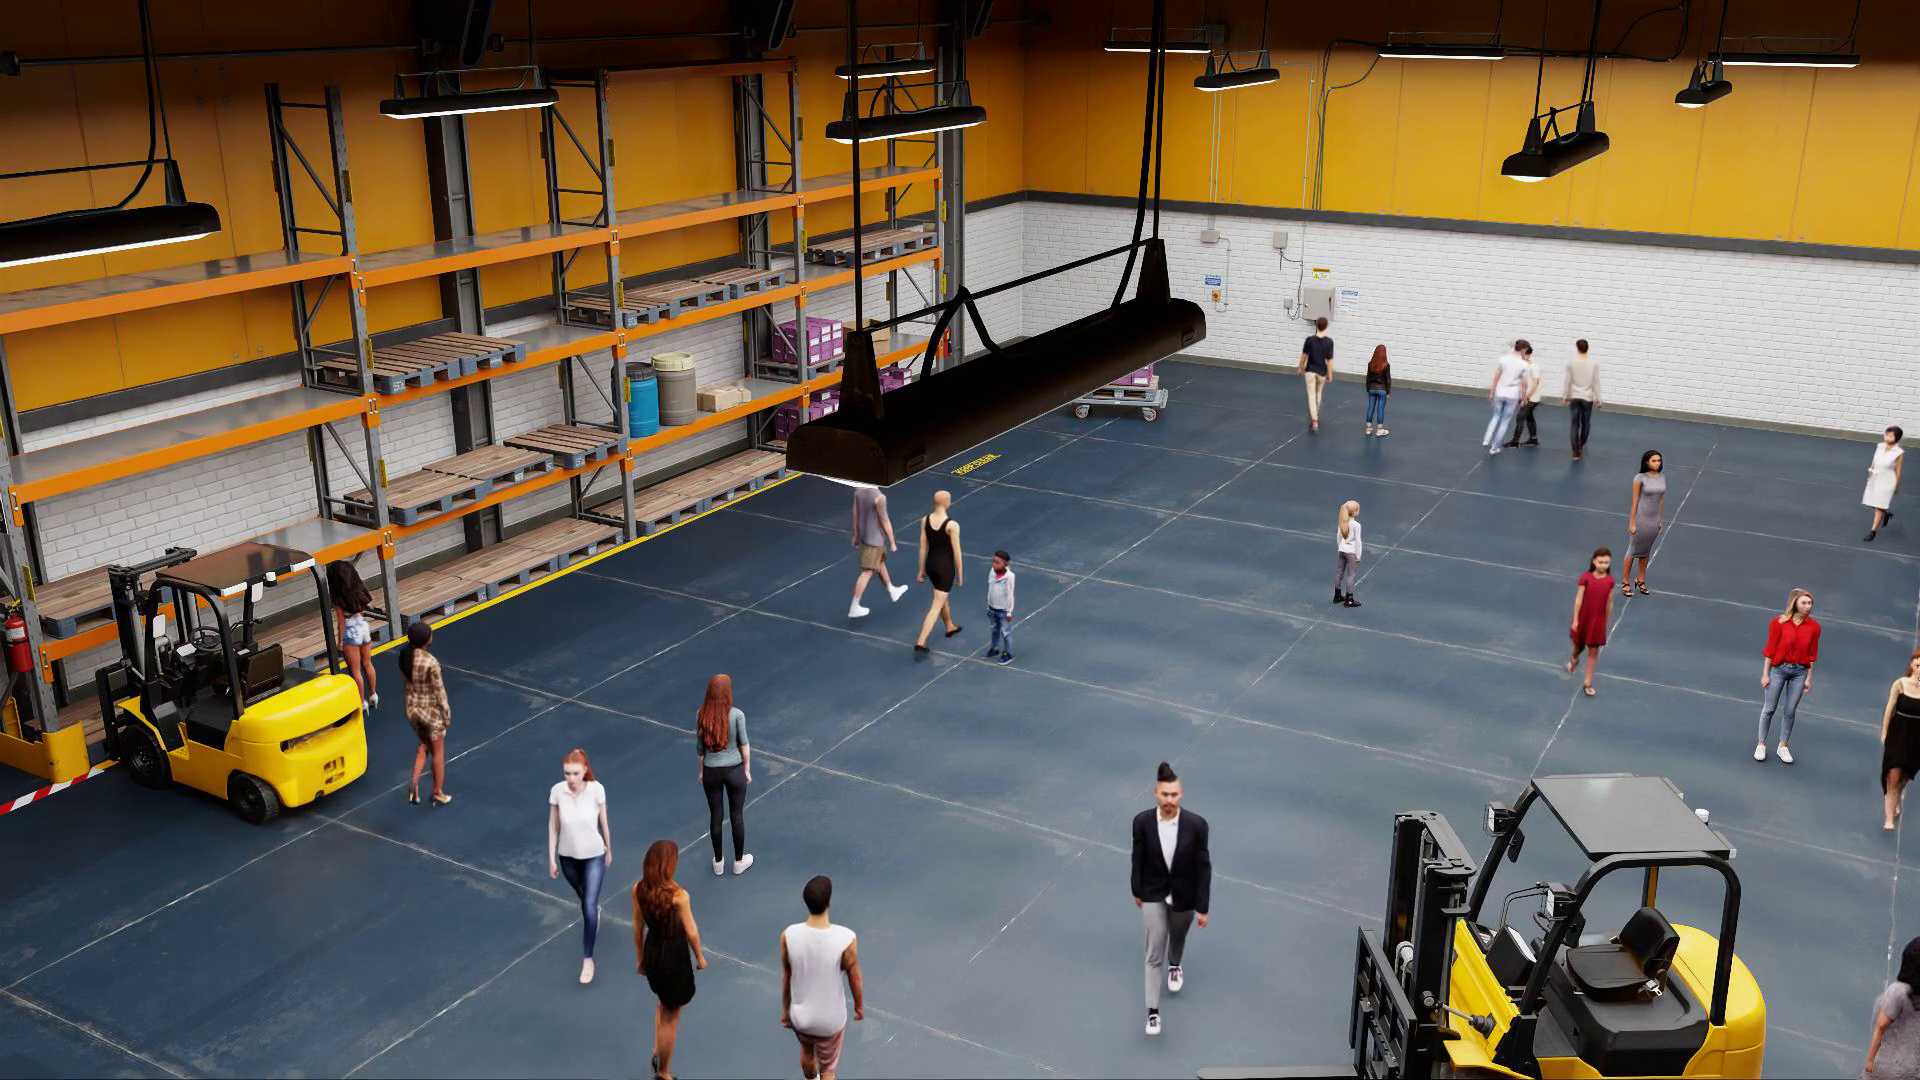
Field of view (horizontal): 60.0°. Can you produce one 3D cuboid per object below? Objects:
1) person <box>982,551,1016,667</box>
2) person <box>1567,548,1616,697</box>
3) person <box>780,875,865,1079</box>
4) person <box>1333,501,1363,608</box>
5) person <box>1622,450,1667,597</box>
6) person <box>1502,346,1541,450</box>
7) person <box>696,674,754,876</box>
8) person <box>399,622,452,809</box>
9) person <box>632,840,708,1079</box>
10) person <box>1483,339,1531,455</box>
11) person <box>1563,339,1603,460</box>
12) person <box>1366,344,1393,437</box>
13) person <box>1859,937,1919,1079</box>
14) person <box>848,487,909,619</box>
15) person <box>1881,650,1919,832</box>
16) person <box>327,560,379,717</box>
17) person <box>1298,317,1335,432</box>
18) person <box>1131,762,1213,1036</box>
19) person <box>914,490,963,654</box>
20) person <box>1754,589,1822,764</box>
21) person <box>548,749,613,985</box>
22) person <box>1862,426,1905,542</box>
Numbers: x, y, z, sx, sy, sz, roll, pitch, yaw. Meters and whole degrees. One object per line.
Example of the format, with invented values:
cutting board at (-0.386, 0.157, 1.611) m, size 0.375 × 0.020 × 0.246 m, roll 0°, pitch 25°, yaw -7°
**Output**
person at (0.444, 0.706, 17.888) m, size 0.553 × 1.260 × 0.529 m, roll -18°, pitch 25°, yaw -42°
person at (6.511, 0.793, 17.186) m, size 0.717 × 1.542 × 0.908 m, roll 3°, pitch 19°, yaw 8°
person at (-0.903, 2.976, 10.353) m, size 0.828 × 1.766 × 0.944 m, roll 3°, pitch 19°, yaw 8°
person at (4.553, 0.147, 19.519) m, size 0.601 × 1.279 × 0.571 m, roll -12°, pitch 22°, yaw -32°
person at (8.137, -0.207, 19.783) m, size 0.655 × 1.781 × 0.714 m, roll -5°, pitch 19°, yaw -14°
person at (8.918, -2.215, 25.919) m, size 1.031 × 1.670 × 0.972 m, roll -3°, pitch 19°, yaw -9°
person at (-1.926, 1.909, 13.561) m, size 0.671 × 1.743 × 0.672 m, roll 1°, pitch 19°, yaw 4°
person at (-4.707, 1.573, 14.497) m, size 0.600 × 1.781 × 0.680 m, roll 9°, pitch 21°, yaw 26°
person at (-1.947, 2.820, 10.735) m, size 0.576 × 1.820 × 0.604 m, roll 8°, pitch 20°, yaw 23°
person at (8.378, -2.159, 25.526) m, size 0.755 × 1.815 × 0.704 m, roll 10°, pitch 21°, yaw 28°
person at (9.453, -2.100, 25.366) m, size 0.888 × 1.805 × 1.197 m, roll 7°, pitch 20°, yaw 19°
person at (6.752, -2.434, 26.864) m, size 0.579 × 1.483 × 0.528 m, roll 13°, pitch 22°, yaw 33°
person at (5.733, 3.174, 10.040) m, size 0.812 × 1.592 × 0.892 m, roll 0°, pitch 19°, yaw 0°
person at (-1.052, 0.028, 18.871) m, size 1.258 × 1.791 × 0.888 m, roll -17°, pitch 25°, yaw -40°
person at (8.235, 1.699, 14.430) m, size 0.653 × 1.585 × 1.063 m, roll 8°, pitch 20°, yaw 22°
person at (-6.027, 0.972, 16.537) m, size 0.689 × 1.618 × 0.594 m, roll 5°, pitch 19°, yaw 15°
person at (5.796, -2.649, 27.006) m, size 1.060 × 1.799 × 1.285 m, roll 0°, pitch 19°, yaw -1°
person at (1.498, 2.440, 11.741) m, size 1.012 × 1.898 × 1.346 m, roll 3°, pitch 19°, yaw 9°
person at (-0.269, 0.383, 18.054) m, size 0.744 × 1.767 × 1.203 m, roll 13°, pitch 23°, yaw 35°
person at (7.738, 1.256, 15.559) m, size 0.671 × 1.704 × 0.605 m, roll 4°, pitch 19°, yaw 13°
person at (-2.797, 2.324, 12.399) m, size 0.974 × 1.696 × 1.207 m, roll 0°, pitch 19°, yaw 0°
person at (12.124, -0.752, 21.776) m, size 0.904 × 1.541 × 0.797 m, roll -9°, pitch 21°, yaw -24°
